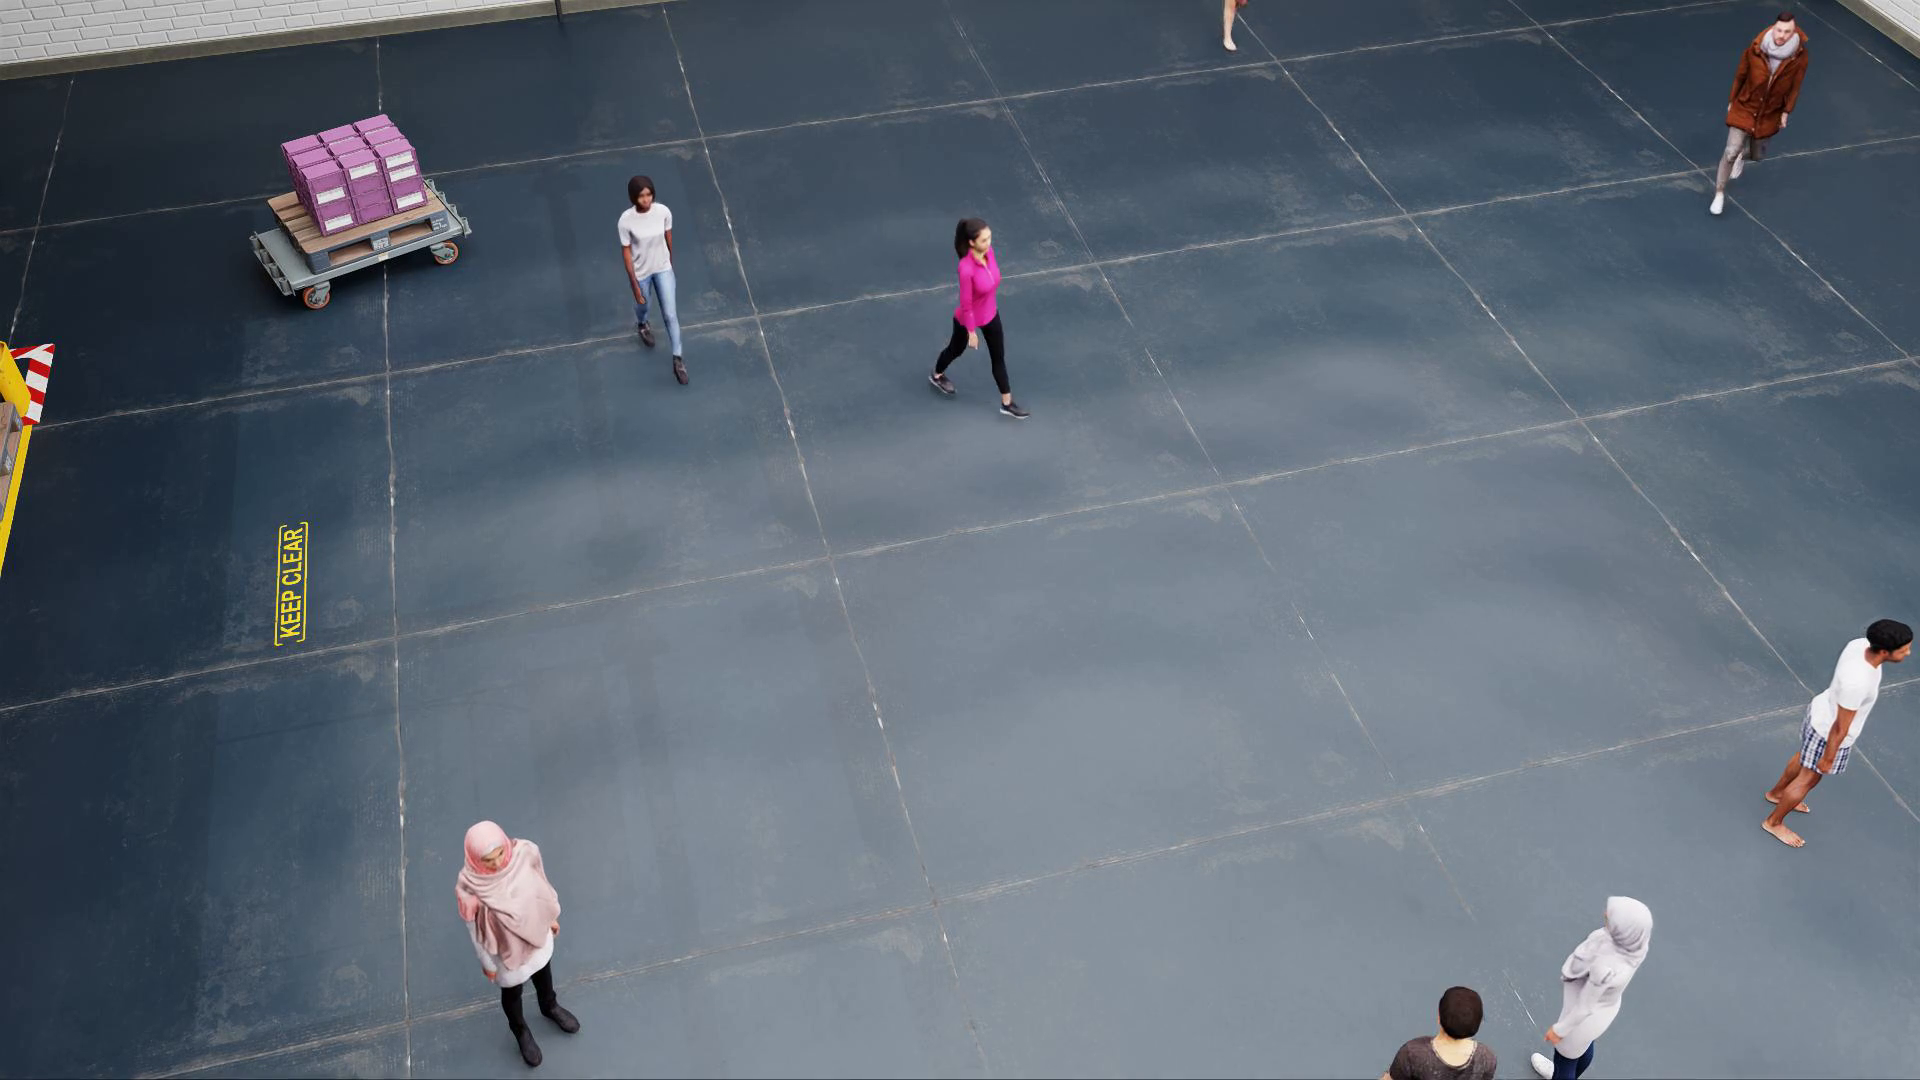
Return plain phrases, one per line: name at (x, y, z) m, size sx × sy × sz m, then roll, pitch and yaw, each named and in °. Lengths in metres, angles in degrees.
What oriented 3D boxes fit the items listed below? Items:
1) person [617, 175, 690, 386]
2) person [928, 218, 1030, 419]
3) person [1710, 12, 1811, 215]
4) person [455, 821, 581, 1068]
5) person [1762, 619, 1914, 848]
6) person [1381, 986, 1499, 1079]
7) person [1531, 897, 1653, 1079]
person at (-2.439, -2.103, 12.942) m, size 0.717 × 1.684 × 1.153 m, roll -18°, pitch 46°, yaw -18°
person at (0.041, -1.691, 12.532) m, size 1.191 × 1.654 × 1.063 m, roll 26°, pitch 50°, yaw 25°
person at (7.009, -3.792, 14.617) m, size 1.008 × 1.819 × 1.145 m, roll 12°, pitch 45°, yaw 13°
person at (-2.270, 2.037, 8.511) m, size 0.747 × 1.803 × 0.725 m, roll 33°, pitch 53°, yaw 30°
person at (5.029, 1.067, 9.582) m, size 0.770 × 1.730 × 0.699 m, roll 20°, pitch 47°, yaw 20°
person at (2.230, 2.724, 7.859) m, size 0.691 × 1.707 × 0.650 m, roll 0°, pitch 44°, yaw -1°
person at (3.113, 2.325, 8.227) m, size 0.696 × 1.777 × 0.690 m, roll 34°, pitch 53°, yaw 31°
